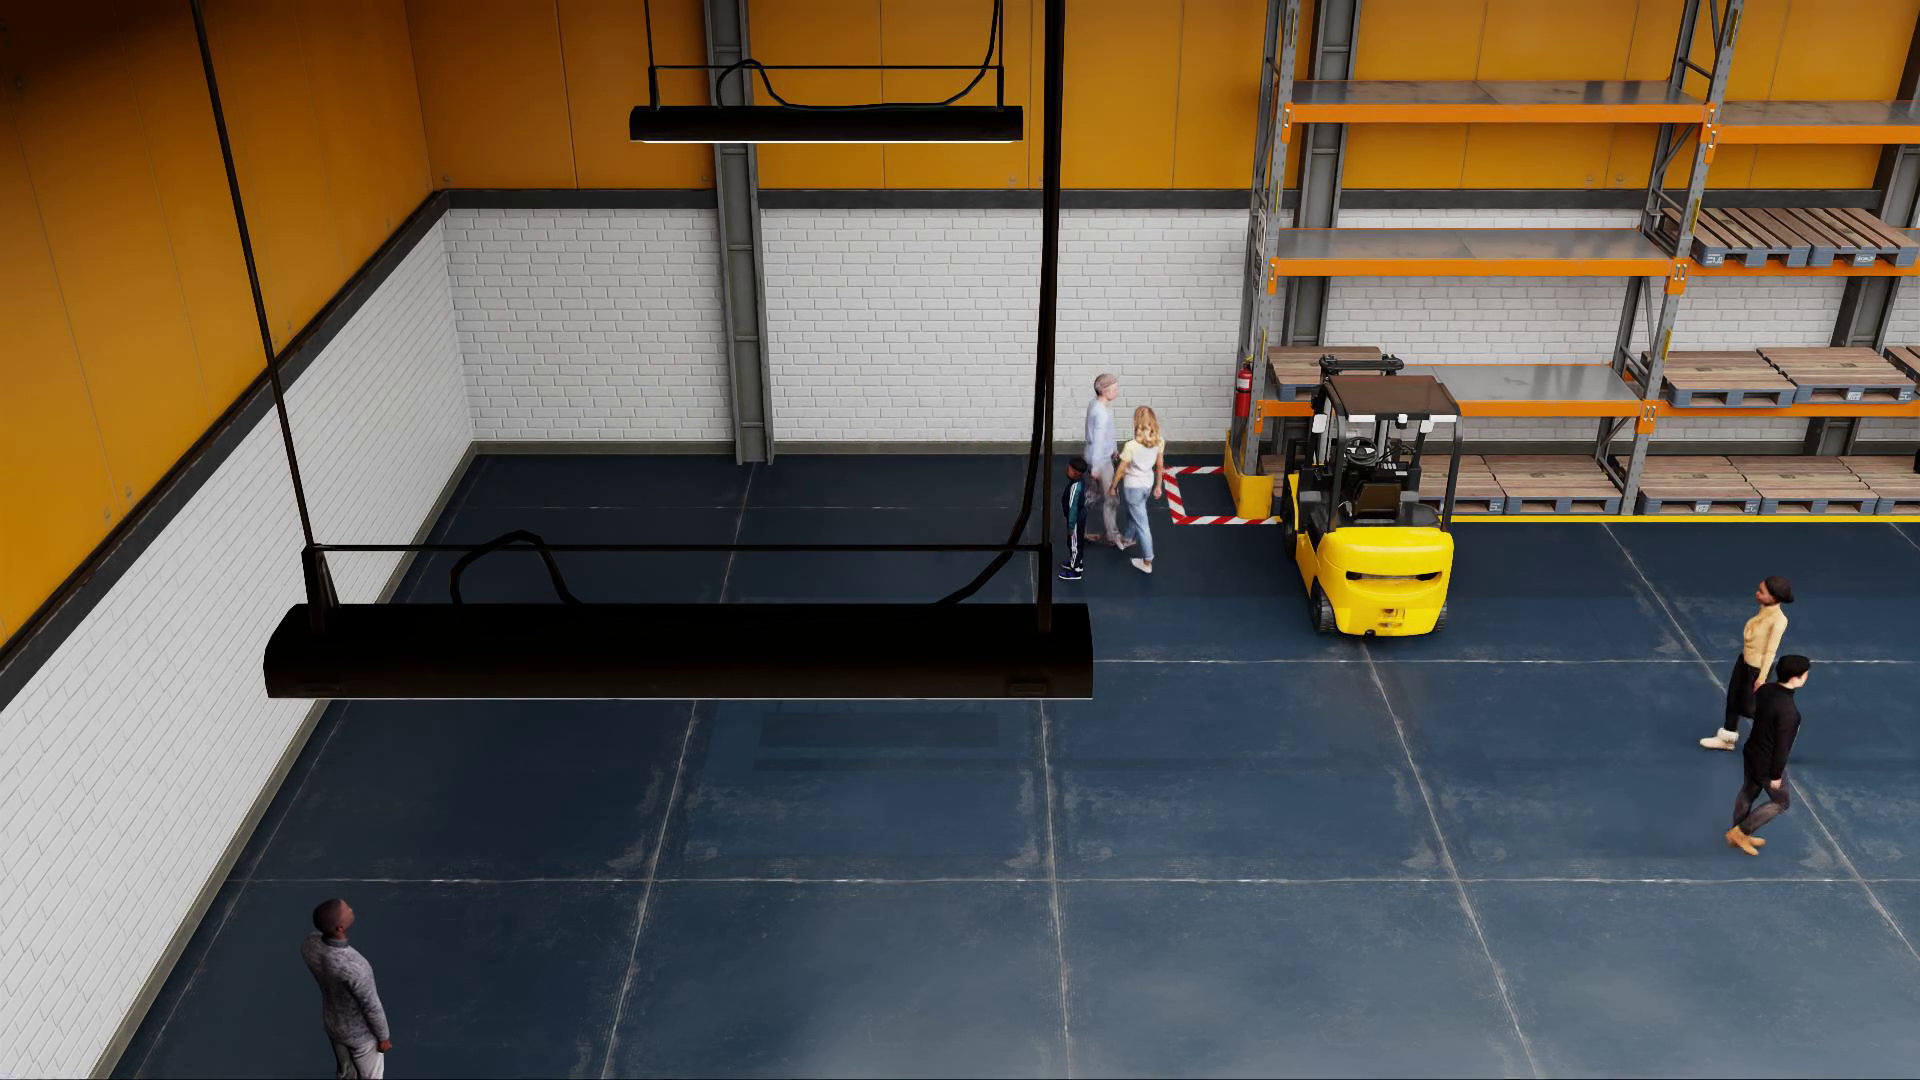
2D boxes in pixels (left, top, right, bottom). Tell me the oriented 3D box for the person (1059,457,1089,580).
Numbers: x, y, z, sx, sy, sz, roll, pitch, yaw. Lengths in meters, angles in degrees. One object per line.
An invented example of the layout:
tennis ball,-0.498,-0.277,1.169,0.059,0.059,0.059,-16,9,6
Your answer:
person,1.121,-0.227,16.097,0.516,1.255,0.535,5,29,9

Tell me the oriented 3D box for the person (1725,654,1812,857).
person,5.897,1.592,12.279,0.570,1.719,0.649,1,29,1

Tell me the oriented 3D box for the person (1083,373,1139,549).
person,1.294,-0.769,16.459,0.907,1.861,0.686,1,29,3

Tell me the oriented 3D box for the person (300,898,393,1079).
person,-3.608,2.866,9.820,0.673,1.836,0.803,16,32,27

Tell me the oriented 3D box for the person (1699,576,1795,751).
person,6.474,1.039,13.374,0.883,1.641,0.599,2,29,3

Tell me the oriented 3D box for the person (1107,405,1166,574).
person,1.772,-0.451,16.045,1.019,1.699,1.025,-19,34,-31
